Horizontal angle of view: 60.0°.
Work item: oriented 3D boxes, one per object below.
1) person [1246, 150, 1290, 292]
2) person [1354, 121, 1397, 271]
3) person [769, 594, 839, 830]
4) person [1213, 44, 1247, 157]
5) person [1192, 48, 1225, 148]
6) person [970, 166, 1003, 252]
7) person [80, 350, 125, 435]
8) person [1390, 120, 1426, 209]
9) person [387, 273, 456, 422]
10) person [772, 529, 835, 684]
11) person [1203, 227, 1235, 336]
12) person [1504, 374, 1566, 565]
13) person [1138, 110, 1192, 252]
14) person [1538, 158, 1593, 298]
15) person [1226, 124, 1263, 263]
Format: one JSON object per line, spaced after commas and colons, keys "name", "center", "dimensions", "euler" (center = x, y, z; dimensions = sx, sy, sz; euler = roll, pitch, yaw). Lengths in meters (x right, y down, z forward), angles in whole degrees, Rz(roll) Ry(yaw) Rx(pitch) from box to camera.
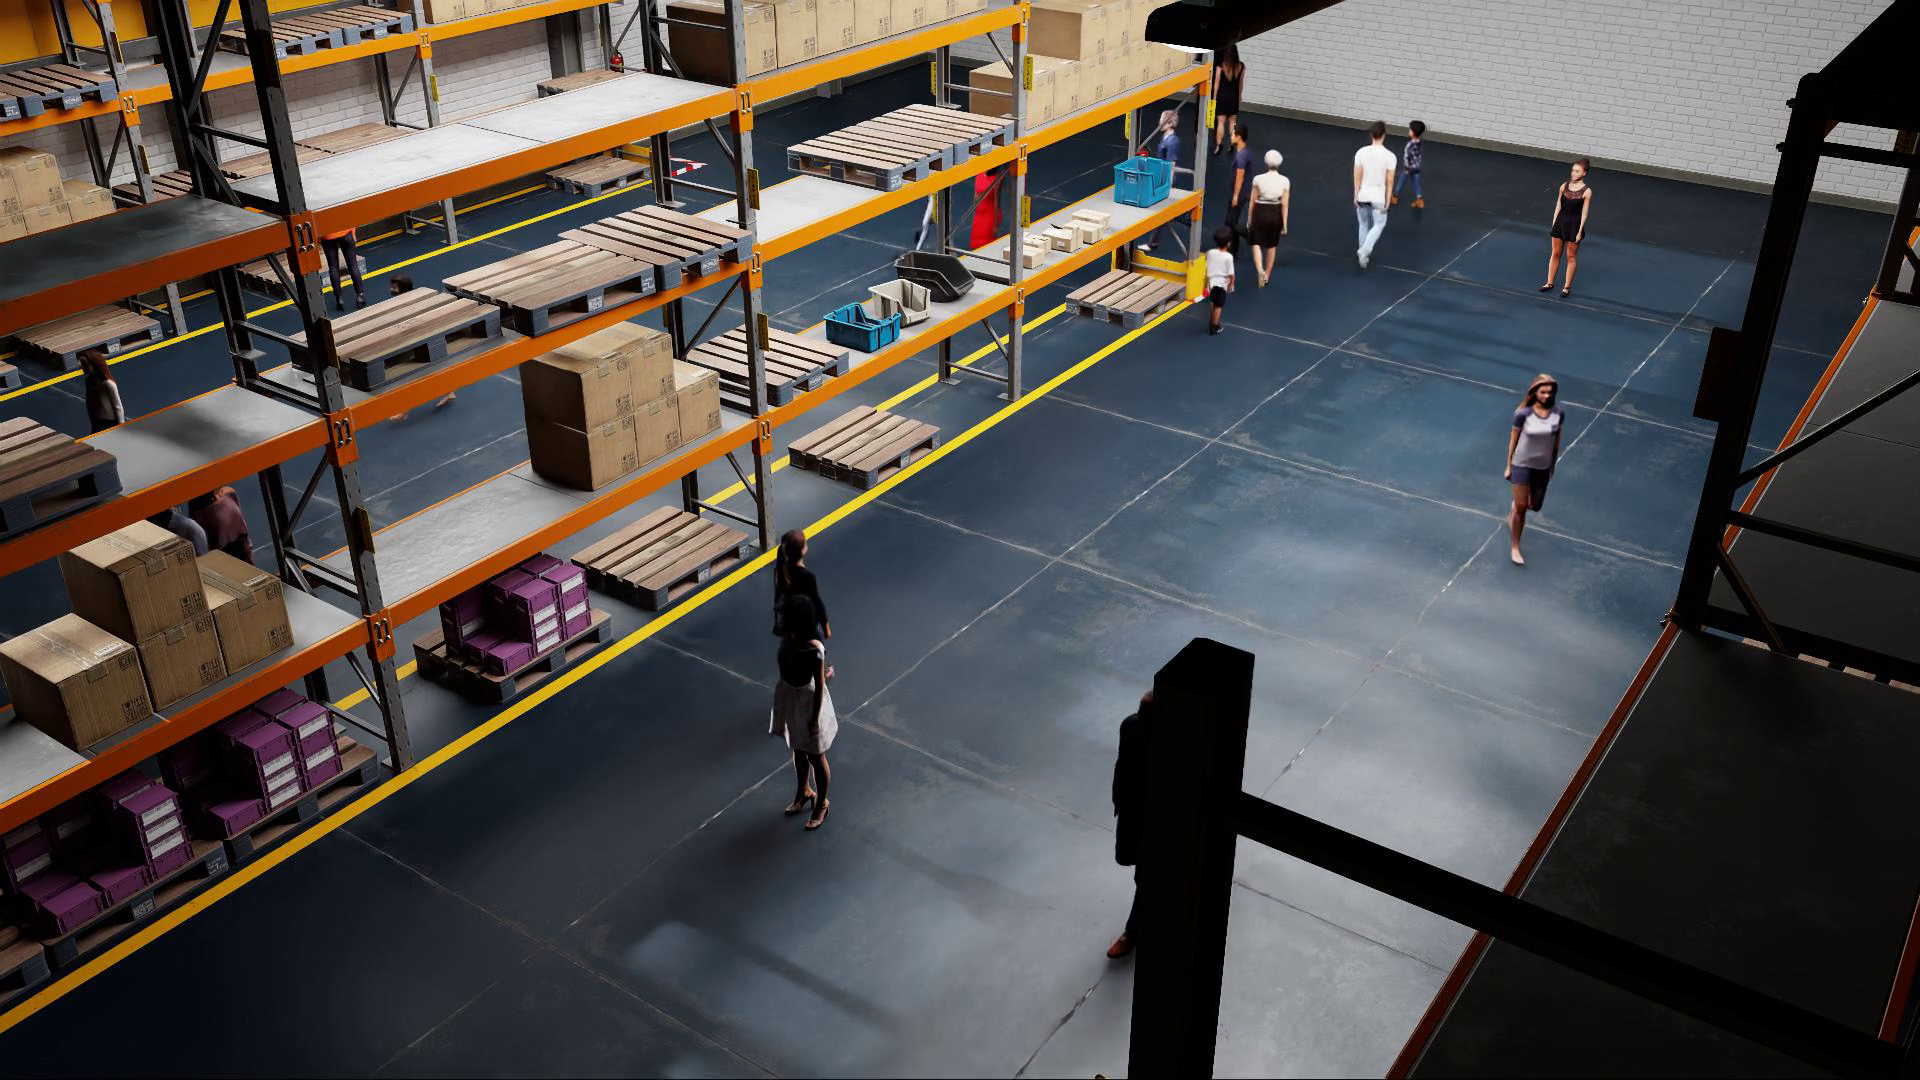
{"name": "person", "center": [3.714, -3.830, 20.200], "dimensions": [0.894, 1.738, 1.021], "euler": [4, 29, 7]}
{"name": "person", "center": [5.168, -4.301, 20.955], "dimensions": [0.725, 1.840, 1.021], "euler": [16, 32, 26]}
{"name": "person", "center": [-1.041, 1.130, 11.067], "dimensions": [0.727, 1.775, 0.721], "euler": [-21, 35, -33]}
{"name": "person", "center": [4.140, -6.801, 25.671], "dimensions": [0.727, 1.713, 0.799], "euler": [-7, 29, -13]}
{"name": "person", "center": [3.911, -7.140, 26.141], "dimensions": [1.061, 1.858, 1.126], "euler": [-4, 29, -8]}
{"name": "person", "center": [0.396, -3.924, 20.380], "dimensions": [0.642, 1.730, 0.719], "euler": [25, 37, 38]}
{"name": "person", "center": [-7.878, -1.070, 15.404], "dimensions": [0.579, 1.485, 0.559], "euler": [11, 30, 19]}
{"name": "person", "center": [6.387, -5.250, 23.338], "dimensions": [0.854, 1.225, 0.752], "euler": [-18, 33, -29]}
{"name": "person", "center": [-5.544, -2.016, 17.099], "dimensions": [1.082, 1.522, 0.779], "euler": [-20, 34, -32]}
{"name": "person", "center": [-1.244, 0.657, 12.194], "dimensions": [0.544, 1.527, 0.918], "euler": [18, 33, 30]}
{"name": "person", "center": [2.941, -2.958, 19.111], "dimensions": [0.504, 1.249, 0.534], "euler": [20, 34, 32]}
{"name": "person", "center": [4.929, -0.669, 14.434], "dimensions": [0.897, 1.709, 1.017], "euler": [0, 29, 1]}
{"name": "person", "center": [2.760, -4.626, 21.551], "dimensions": [1.075, 1.842, 1.099], "euler": [0, 29, 0]}
{"name": "person", "center": [7.408, -3.807, 20.223], "dimensions": [0.612, 1.674, 0.615], "euler": [-25, 37, -38]}
{"name": "person", "center": [3.640, -4.383, 21.178], "dimensions": [0.914, 1.771, 0.895], "euler": [4, 29, 8]}
